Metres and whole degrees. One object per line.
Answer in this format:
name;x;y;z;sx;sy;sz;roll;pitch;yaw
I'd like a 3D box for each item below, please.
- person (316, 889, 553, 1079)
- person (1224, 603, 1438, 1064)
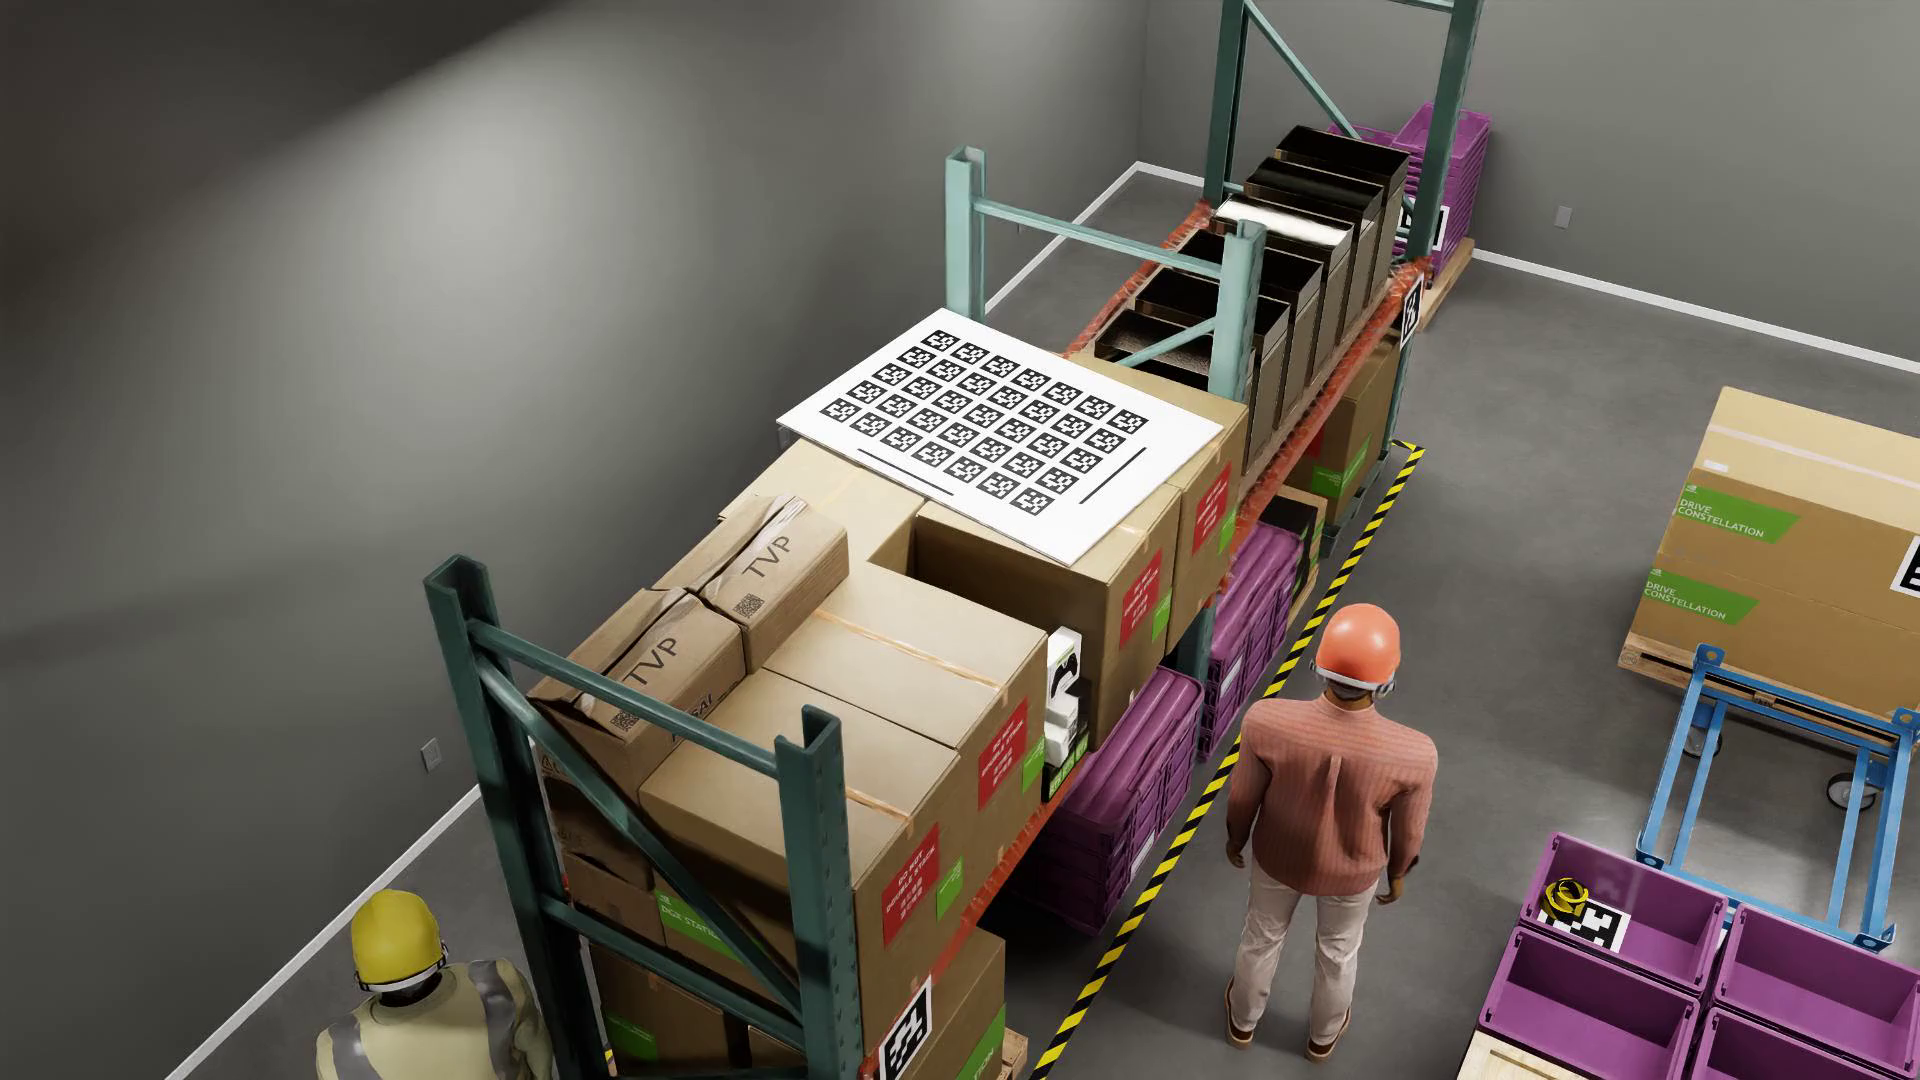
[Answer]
person;-1.440;1.615;4.752;0.590;1.833;0.404;-21;44;-23
person;1.158;0.992;5.373;0.617;1.992;0.384;10;41;12
